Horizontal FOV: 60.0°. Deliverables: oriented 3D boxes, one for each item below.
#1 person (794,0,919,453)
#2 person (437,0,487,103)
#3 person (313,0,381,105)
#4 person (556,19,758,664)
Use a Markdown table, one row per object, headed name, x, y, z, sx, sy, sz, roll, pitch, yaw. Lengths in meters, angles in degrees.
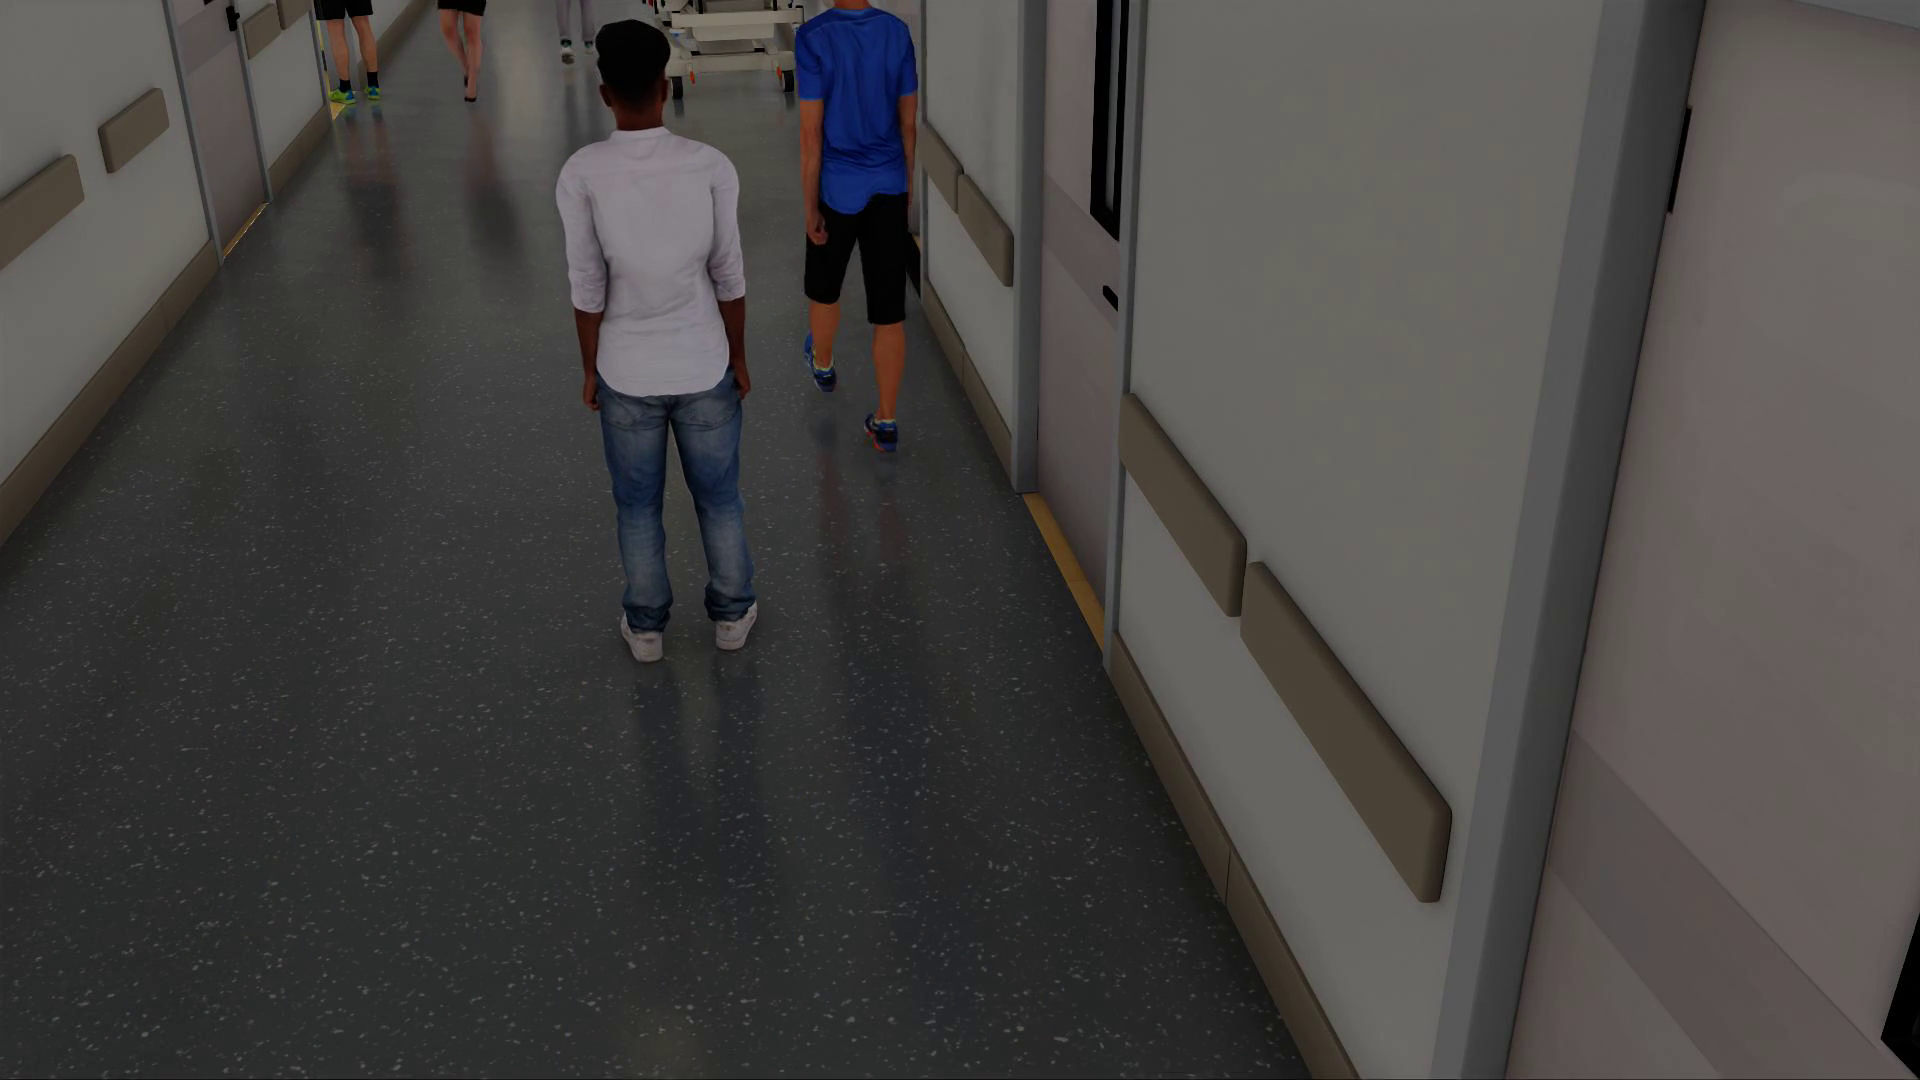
| name | x | y | z | sx | sy | sz | roll | pitch | yaw |
| --- | --- | --- | --- | --- | --- | --- | --- | --- | --- |
| person | -0.346 | -1.209 | 6.066 | 1.100 | 1.821 | 0.716 | -6 | 26 | -12 |
| person | -3.608 | -4.056 | 12.132 | 0.636 | 1.679 | 0.716 | 0 | 26 | -1 |
| person | -4.534 | -4.164 | 12.112 | 0.713 | 1.891 | 0.835 | -20 | 32 | -36 |
| person | -0.832 | -0.513 | 4.646 | 0.500 | 1.801 | 0.688 | -5 | 26 | -10 |
